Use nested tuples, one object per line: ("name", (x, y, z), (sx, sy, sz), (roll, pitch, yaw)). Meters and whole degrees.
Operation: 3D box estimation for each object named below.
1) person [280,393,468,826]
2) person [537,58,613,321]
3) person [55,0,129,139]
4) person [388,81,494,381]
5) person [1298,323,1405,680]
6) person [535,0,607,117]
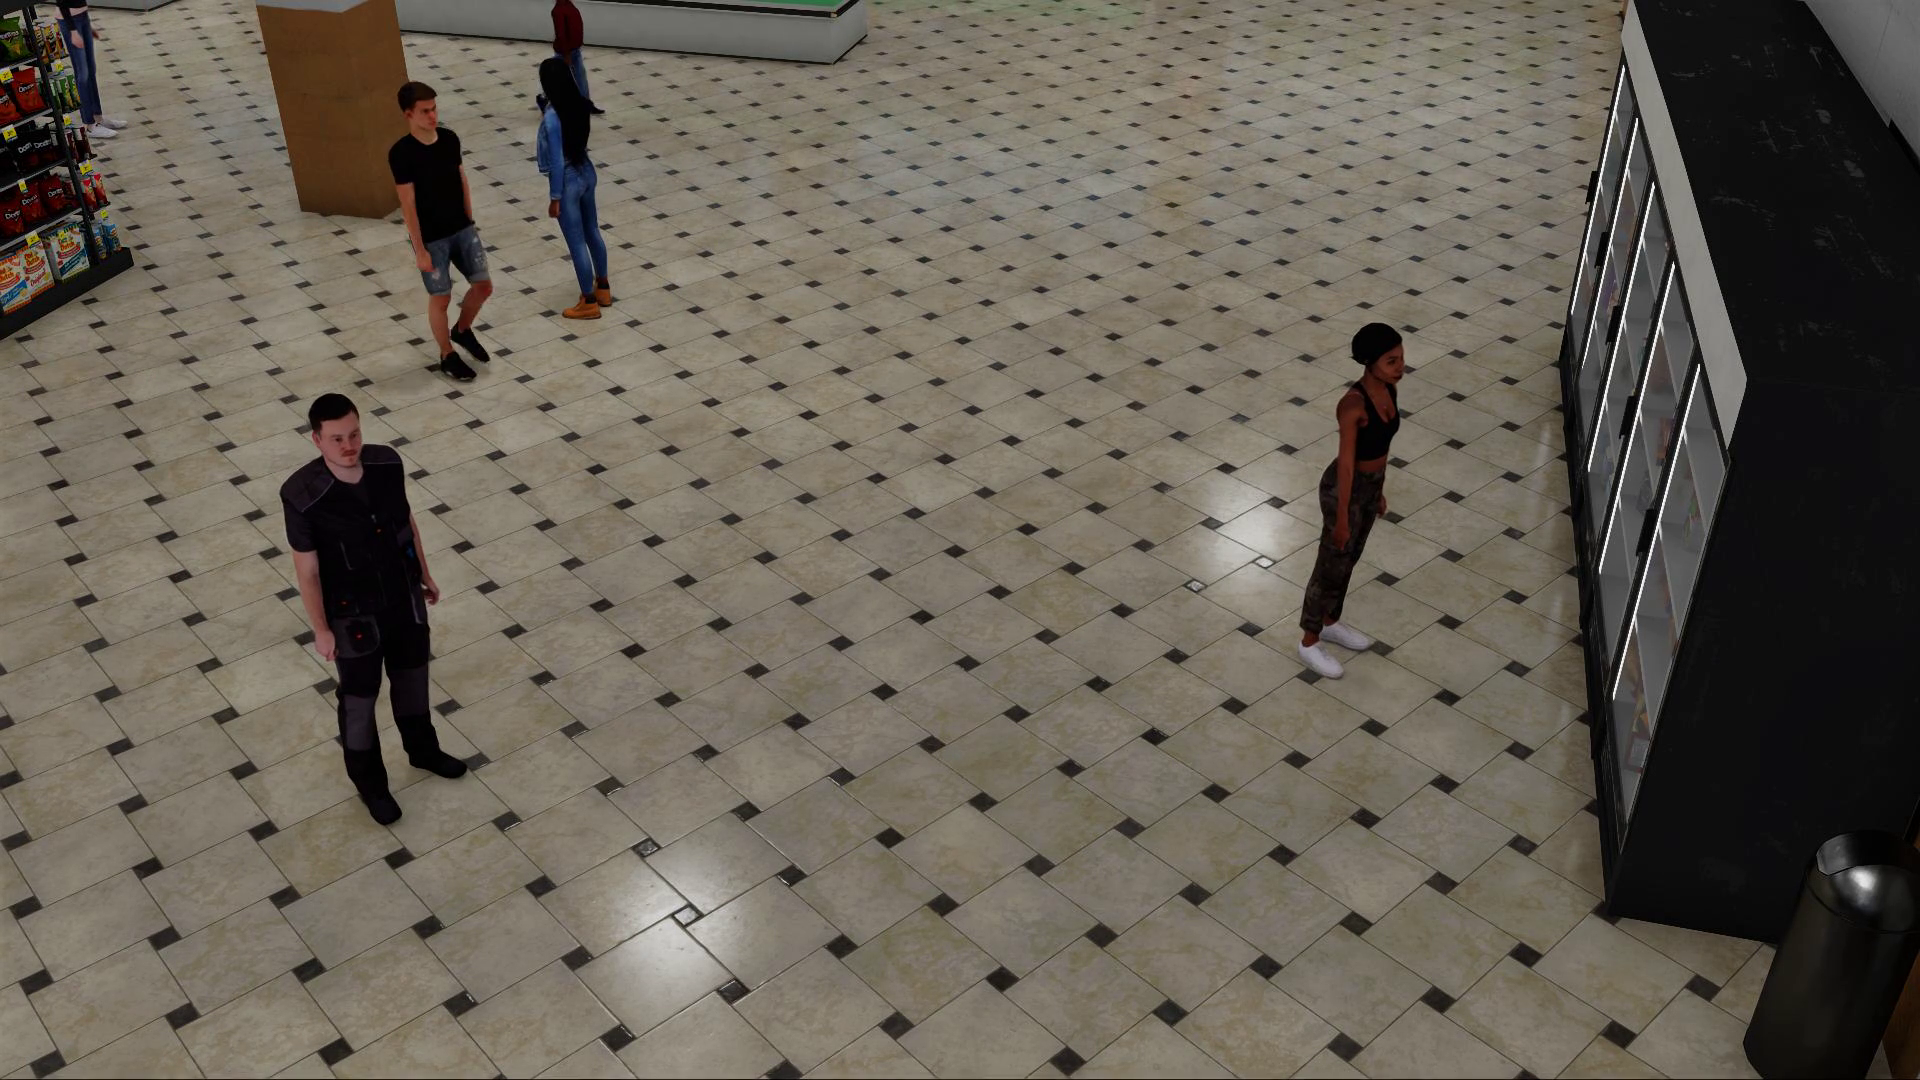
("person", (-2.339, 0.253, 6.607), (0.728, 1.845, 0.798), (20, 37, 29))
("person", (-2.499, -2.276, 10.795), (0.518, 1.713, 0.606), (10, 33, 16))
("person", (-7.431, -4.300, 13.979), (0.648, 1.786, 0.646), (-3, 32, -4))
("person", (-3.180, -1.861, 10.010), (0.805, 1.838, 0.776), (24, 39, 33))
("person", (1.768, -0.195, 7.465), (0.643, 1.699, 0.649), (23, 39, 32))
("person", (-3.472, -4.274, 14.453), (0.811, 1.242, 0.508), (7, 33, 11))
